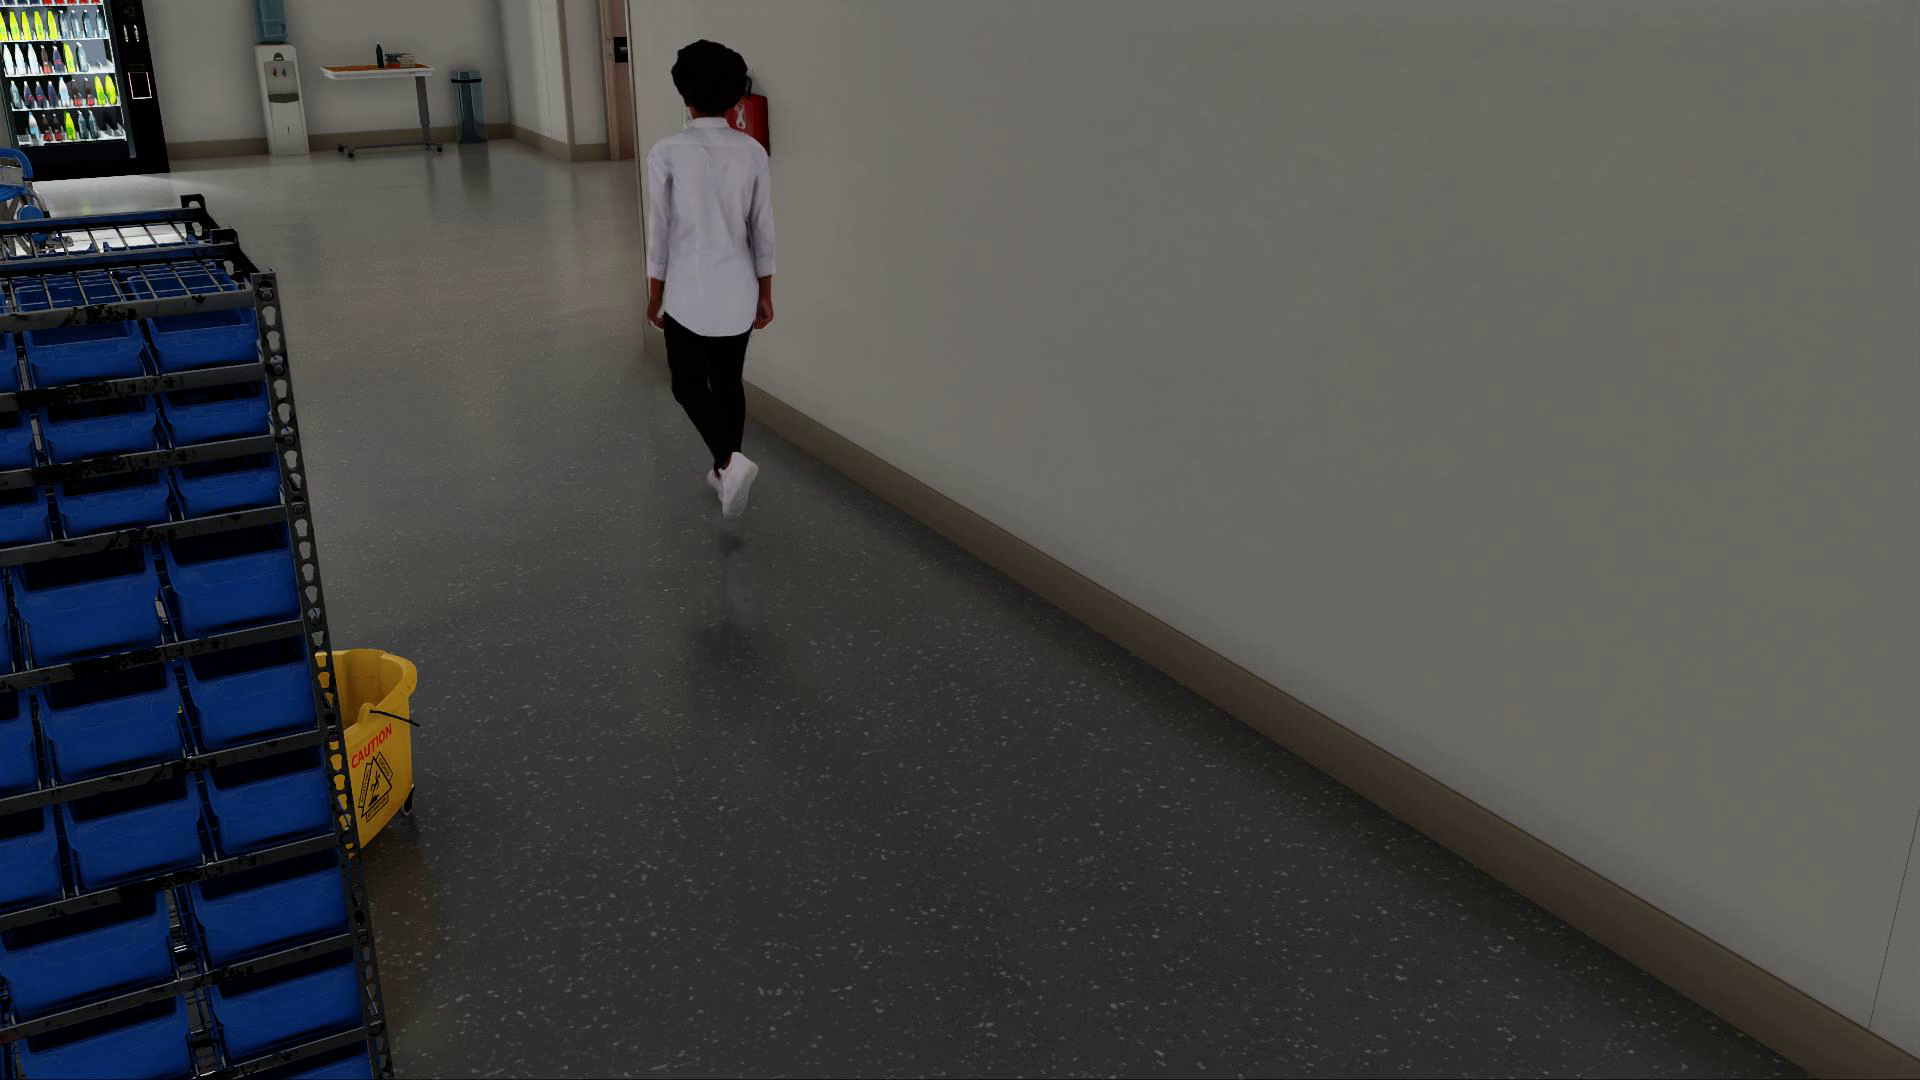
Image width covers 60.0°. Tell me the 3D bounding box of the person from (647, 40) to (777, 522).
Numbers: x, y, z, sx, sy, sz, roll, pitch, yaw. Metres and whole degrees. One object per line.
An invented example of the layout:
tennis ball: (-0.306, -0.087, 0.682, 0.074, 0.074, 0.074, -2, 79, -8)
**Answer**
person: (-0.920, -0.931, 6.254, 0.899, 1.794, 0.733, -9, 23, -23)
